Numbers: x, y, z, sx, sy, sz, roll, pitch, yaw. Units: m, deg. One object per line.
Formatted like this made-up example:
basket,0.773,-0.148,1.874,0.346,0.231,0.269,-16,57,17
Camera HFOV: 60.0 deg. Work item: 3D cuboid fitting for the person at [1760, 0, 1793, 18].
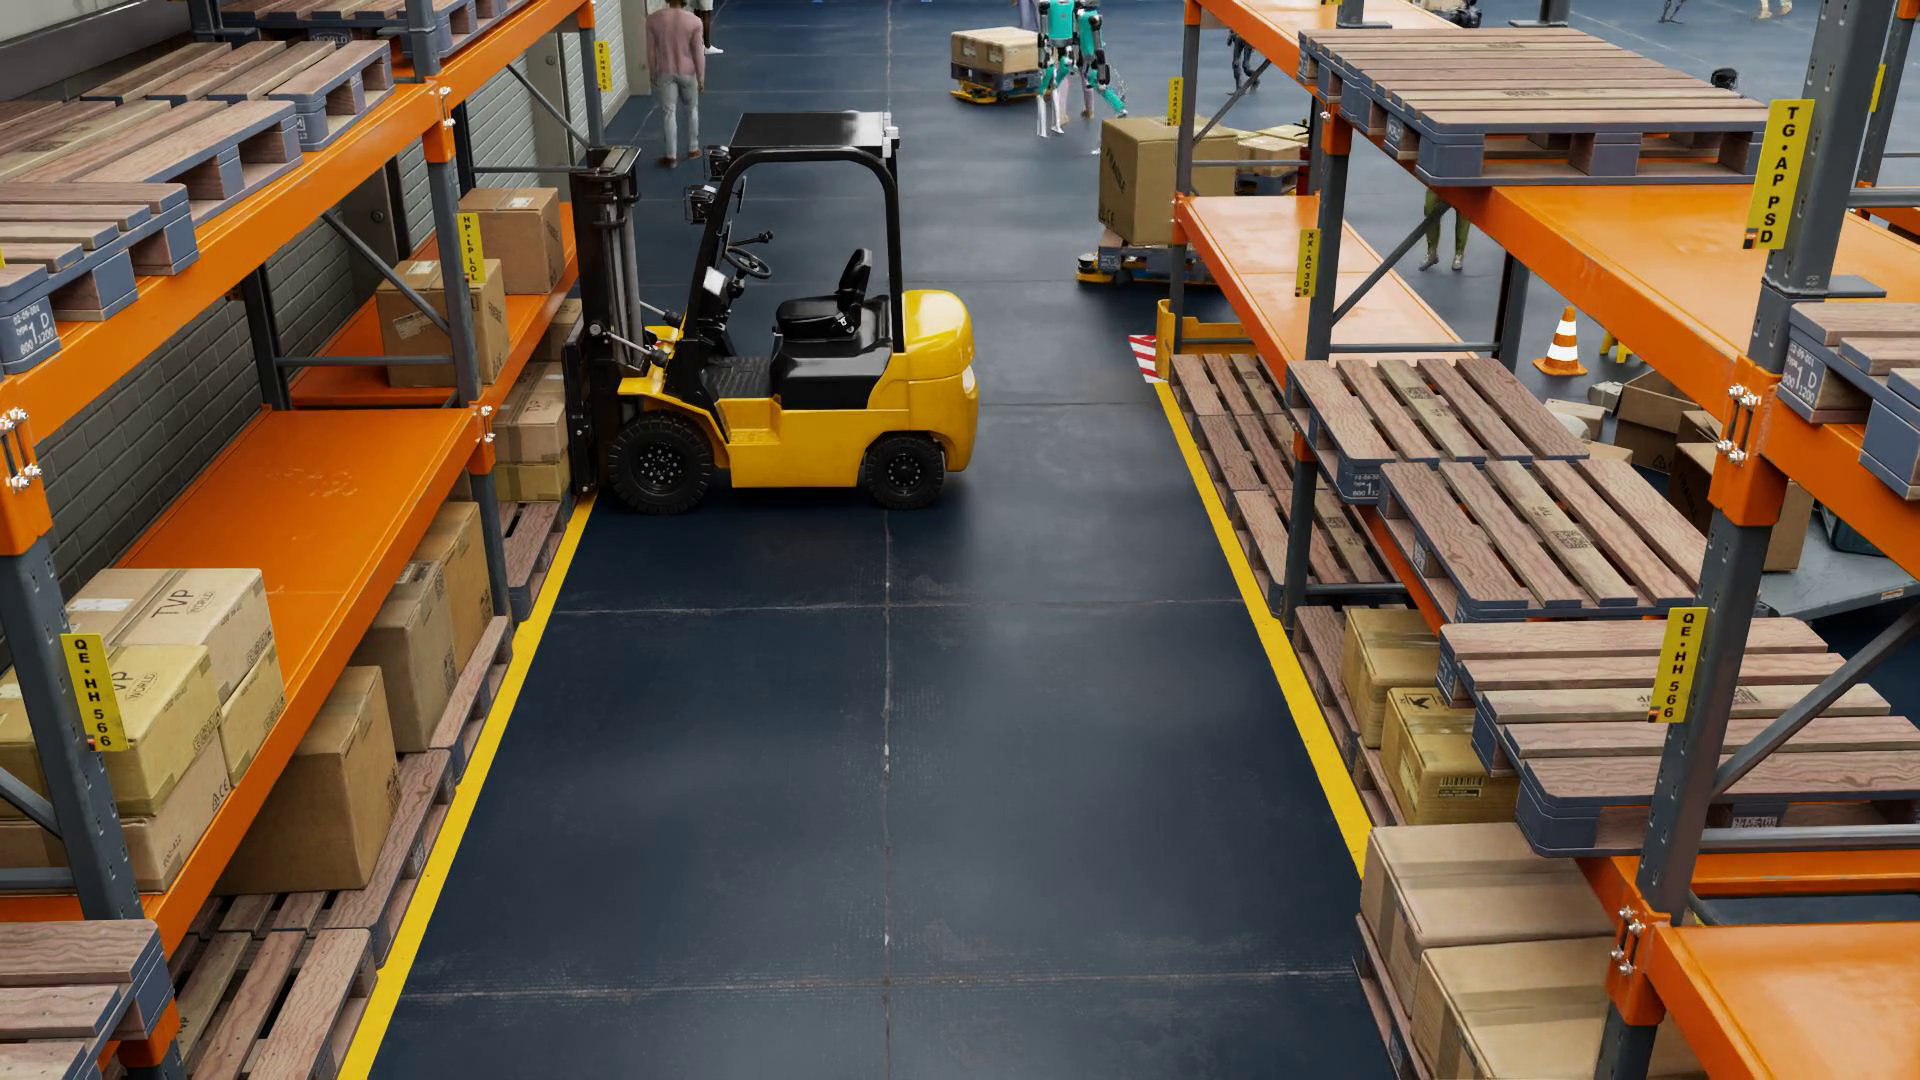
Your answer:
person,14.102,-9.920,28.463,0.971,1.843,0.563,-23,34,-40

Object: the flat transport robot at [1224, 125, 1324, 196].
flat transport robot,2.982,-3.530,16.779,1.431,0.231,0.659,16,30,30

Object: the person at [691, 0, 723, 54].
person,-3.874,-8.271,24.912,0.375,1.900,0.541,-18,31,-34

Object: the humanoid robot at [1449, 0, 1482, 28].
humanoid robot,5.961,-5.742,19.807,0.615,1.649,0.308,-16,30,-31

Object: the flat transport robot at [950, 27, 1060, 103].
flat transport robot,0.640,-5.954,21.912,1.431,0.231,0.659,-16,30,-30

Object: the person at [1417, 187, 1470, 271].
person,4.246,-3.134,14.262,0.527,1.688,0.631,17,30,31

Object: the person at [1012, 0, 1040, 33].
person,1.058,-8.023,24.462,0.580,1.836,0.413,8,26,16

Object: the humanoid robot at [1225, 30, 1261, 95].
humanoid robot,3.780,-6.688,21.838,0.487,1.631,0.601,-13,28,-25

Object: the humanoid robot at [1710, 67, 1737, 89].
humanoid robot,6.724,-3.366,14.806,0.626,1.635,0.609,20,32,36

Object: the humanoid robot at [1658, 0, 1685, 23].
humanoid robot,11.961,-9.449,27.665,0.394,1.641,0.585,-6,26,-12

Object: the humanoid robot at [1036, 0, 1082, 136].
humanoid robot,1.080,-5.624,19.505,0.537,1.810,0.667,-9,27,-18

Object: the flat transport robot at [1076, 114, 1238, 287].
flat transport robot,1.750,-2.364,14.311,1.431,0.231,0.659,4,26,9

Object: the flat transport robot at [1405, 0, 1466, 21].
flat transport robot,7.446,-8.391,27.073,0.659,0.231,1.431,16,30,31

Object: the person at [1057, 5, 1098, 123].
person,1.420,-5.999,20.210,0.543,1.831,0.806,6,26,12

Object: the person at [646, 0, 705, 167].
person,-3.089,-5.059,18.130,0.645,1.897,0.724,0,25,0

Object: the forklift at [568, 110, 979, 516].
forklift,-1.043,-1.379,9.976,2.313,2.155,1.214,-1,25,-2

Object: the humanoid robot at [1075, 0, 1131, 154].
humanoid robot,1.683,-5.174,18.635,0.823,1.836,0.531,-8,27,-17
